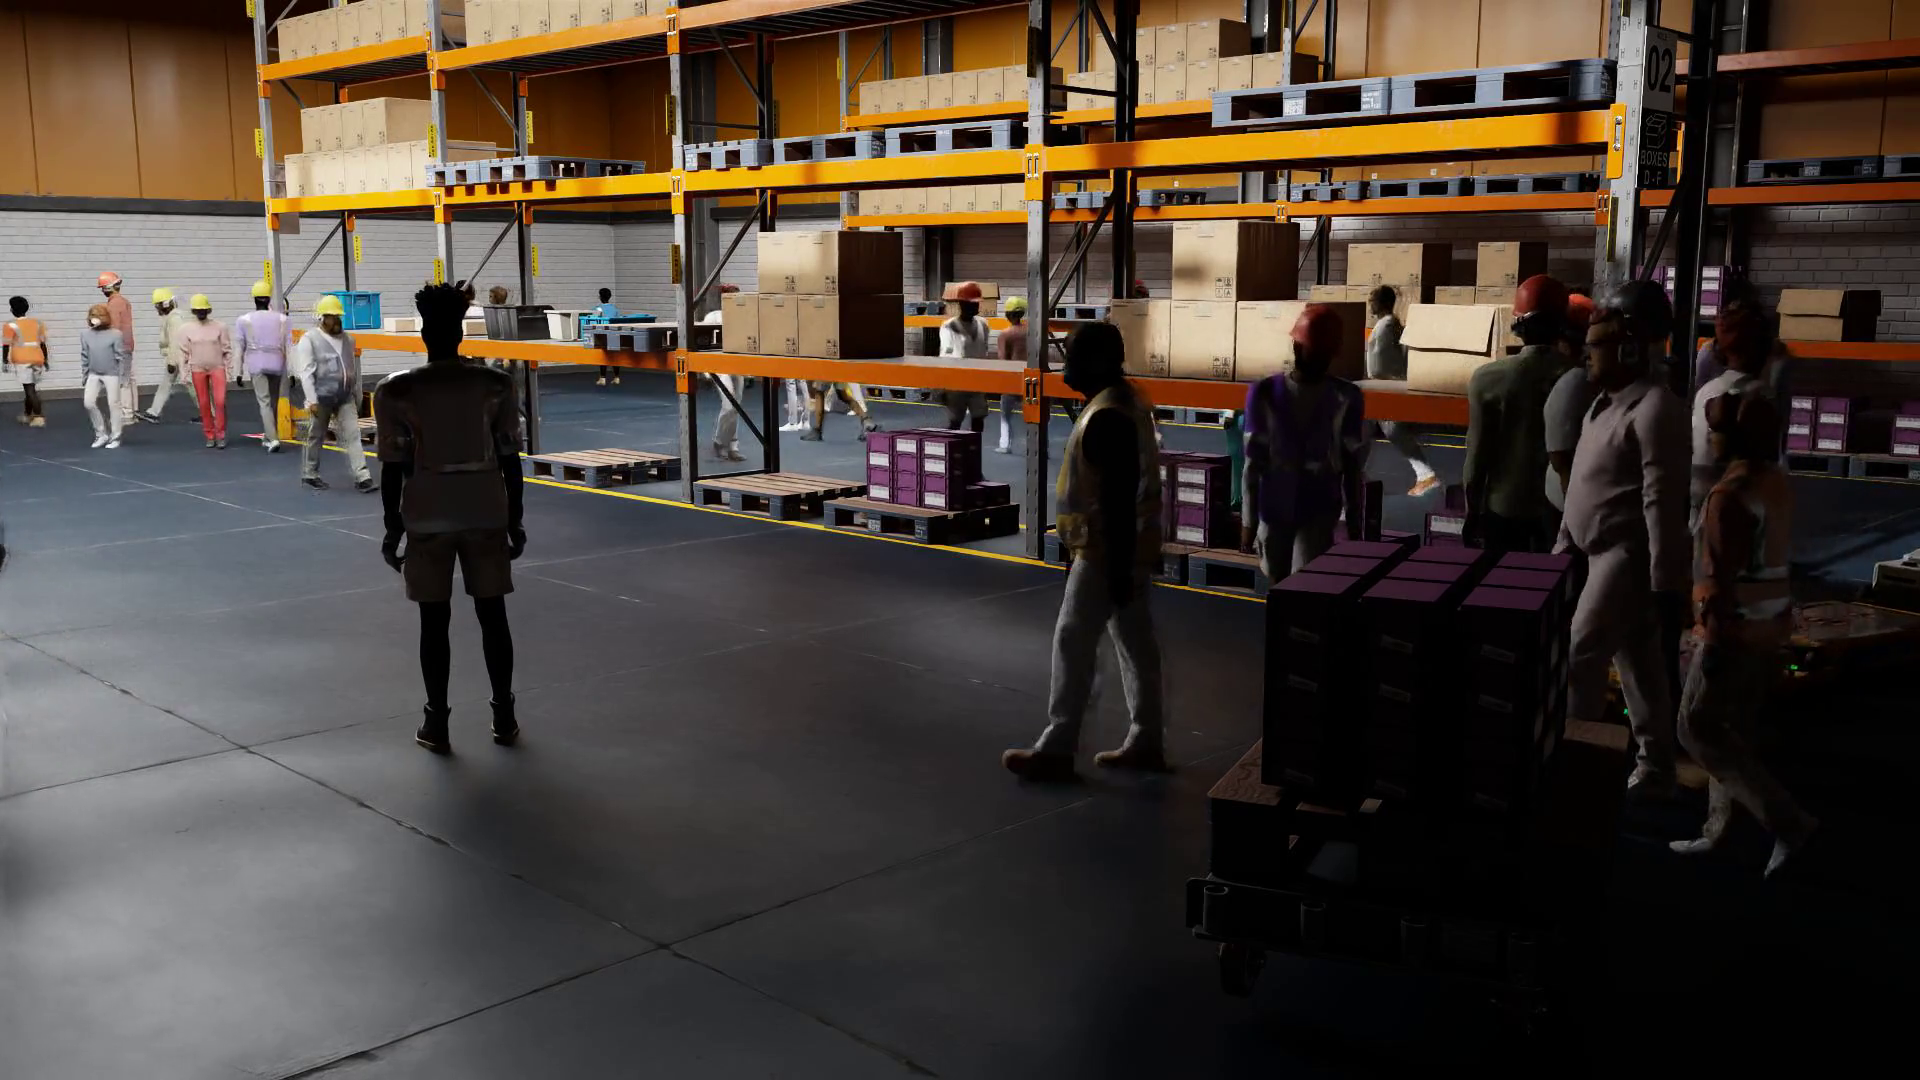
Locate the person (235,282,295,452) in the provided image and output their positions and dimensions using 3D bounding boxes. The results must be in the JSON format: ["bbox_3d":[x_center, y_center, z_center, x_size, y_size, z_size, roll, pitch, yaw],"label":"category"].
[{"bbox_3d":[-7.715,-1.920,18.485,0.598,1.886,0.964,-7,11,-35],"label":"person"}]

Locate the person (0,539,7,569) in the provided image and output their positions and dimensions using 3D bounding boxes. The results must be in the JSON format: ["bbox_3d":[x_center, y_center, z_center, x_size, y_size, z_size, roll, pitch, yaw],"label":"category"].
[{"bbox_3d":[-4.375,-0.026,6.954,0.767,1.846,0.555,7,11,36],"label":"person"}]

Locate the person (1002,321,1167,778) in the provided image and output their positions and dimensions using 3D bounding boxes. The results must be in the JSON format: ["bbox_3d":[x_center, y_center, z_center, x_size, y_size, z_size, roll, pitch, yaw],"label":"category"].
[{"bbox_3d":[0.486,0.052,6.627,0.829,1.809,0.634,2,9,11],"label":"person"}]

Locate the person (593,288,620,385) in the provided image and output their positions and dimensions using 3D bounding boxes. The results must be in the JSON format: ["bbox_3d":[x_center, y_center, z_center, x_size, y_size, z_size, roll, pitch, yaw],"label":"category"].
[{"bbox_3d":[-6.163,-3.546,29.026,0.531,1.691,0.318,-8,12,-41],"label":"person"}]

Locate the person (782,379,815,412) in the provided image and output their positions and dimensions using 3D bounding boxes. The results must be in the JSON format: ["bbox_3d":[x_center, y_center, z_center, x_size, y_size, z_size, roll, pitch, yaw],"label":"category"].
[{"bbox_3d":[-2.294,-2.789,23.404,0.714,2.011,0.639,1,9,5],"label":"person"}]

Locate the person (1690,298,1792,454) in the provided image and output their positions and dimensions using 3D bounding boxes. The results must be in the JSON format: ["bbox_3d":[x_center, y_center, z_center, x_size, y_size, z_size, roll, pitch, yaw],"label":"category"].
[{"bbox_3d":[5.365,-0.760,11.543,0.662,1.819,0.540,0,9,0],"label":"person"}]

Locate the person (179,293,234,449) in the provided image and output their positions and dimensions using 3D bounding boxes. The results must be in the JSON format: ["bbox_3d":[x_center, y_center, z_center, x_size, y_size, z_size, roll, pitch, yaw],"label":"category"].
[{"bbox_3d":[-8.445,-1.878,18.636,0.544,1.743,0.693,-3,10,-18],"label":"person"}]

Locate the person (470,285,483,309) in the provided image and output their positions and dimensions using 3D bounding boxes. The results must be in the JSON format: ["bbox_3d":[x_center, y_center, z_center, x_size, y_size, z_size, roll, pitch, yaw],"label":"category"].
[{"bbox_3d":[-6.540,-2.502,22.168,0.429,1.842,0.630,3,10,16],"label":"person"}]

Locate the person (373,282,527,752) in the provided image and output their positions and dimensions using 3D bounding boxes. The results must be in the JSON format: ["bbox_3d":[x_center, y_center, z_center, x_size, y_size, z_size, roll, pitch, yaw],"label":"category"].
[{"bbox_3d":[-2.128,-0.091,6.994,0.601,1.967,0.367,-4,10,-24],"label":"person"}]

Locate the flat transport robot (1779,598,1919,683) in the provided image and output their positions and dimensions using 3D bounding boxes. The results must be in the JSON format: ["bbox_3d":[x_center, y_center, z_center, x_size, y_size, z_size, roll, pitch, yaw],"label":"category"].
[{"bbox_3d":[4.494,0.501,8.546,1.431,0.197,0.652,-5,10,-28],"label":"flat transport robot"}]

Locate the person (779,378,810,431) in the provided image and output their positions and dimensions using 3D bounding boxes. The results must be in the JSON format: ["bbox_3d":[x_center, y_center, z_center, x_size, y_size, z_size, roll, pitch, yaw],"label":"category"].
[{"bbox_3d":[-2.075,-2.289,20.768,0.317,1.870,0.531,8,12,39],"label":"person"}]

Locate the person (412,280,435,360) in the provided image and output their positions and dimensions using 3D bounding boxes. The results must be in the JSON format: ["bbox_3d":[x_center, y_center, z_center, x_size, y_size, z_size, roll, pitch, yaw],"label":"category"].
[{"bbox_3d":[-7.975,-3.009,25.241,0.661,1.862,0.993,2,9,11],"label":"person"}]

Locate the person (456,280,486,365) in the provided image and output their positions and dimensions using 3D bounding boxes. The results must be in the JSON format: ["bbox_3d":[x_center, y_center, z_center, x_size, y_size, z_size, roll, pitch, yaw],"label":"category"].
[{"bbox_3d":[-6.013,-2.254,20.483,0.769,1.892,0.598,3,10,19],"label":"person"}]

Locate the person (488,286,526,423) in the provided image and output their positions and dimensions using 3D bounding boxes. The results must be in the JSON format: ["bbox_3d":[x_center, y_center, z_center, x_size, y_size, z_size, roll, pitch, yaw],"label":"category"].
[{"bbox_3d":[-6.011,-2.409,21.725,0.984,1.791,0.530,0,9,1],"label":"person"}]

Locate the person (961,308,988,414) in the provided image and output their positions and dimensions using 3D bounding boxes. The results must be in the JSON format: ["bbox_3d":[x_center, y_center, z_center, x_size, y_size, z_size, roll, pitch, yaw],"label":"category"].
[{"bbox_3d":[0.158,-2.568,23.242,0.496,1.626,0.285,-4,10,-24],"label":"person"}]

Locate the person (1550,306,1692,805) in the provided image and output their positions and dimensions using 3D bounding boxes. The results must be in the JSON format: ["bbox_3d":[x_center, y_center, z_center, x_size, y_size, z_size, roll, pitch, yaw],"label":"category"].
[{"bbox_3d":[2.352,0.083,6.190,0.816,1.876,0.655,1,9,8],"label":"person"}]

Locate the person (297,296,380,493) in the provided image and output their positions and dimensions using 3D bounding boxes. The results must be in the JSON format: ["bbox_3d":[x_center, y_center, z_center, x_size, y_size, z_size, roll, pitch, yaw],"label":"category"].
[{"bbox_3d":[-5.674,-1.310,15.035,0.923,1.783,0.613,7,11,35],"label":"person"}]

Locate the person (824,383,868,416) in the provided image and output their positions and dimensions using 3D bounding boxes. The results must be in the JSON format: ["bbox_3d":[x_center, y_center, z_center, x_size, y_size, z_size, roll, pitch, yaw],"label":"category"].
[{"bbox_3d":[-1.670,-2.662,23.073,1.021,1.860,0.613,7,12,38],"label":"person"}]

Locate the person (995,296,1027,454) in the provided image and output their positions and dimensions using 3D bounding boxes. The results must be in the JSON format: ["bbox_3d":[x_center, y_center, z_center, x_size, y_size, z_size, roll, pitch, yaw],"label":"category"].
[{"bbox_3d":[0.652,-1.762,17.948,0.519,1.736,0.835,-5,10,-26],"label":"person"}]

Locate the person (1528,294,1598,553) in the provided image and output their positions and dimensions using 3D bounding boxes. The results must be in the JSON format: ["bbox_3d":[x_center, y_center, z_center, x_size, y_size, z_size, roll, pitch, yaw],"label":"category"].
[{"bbox_3d":[2.921,-0.222,8.048,0.562,1.905,0.435,-1,9,-6],"label":"person"}]

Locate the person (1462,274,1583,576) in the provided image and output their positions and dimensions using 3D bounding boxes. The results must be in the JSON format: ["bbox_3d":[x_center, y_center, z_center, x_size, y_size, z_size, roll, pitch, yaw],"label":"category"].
[{"bbox_3d":[2.498,-0.146,7.247,0.623,1.992,0.395,1,9,5],"label":"person"}]

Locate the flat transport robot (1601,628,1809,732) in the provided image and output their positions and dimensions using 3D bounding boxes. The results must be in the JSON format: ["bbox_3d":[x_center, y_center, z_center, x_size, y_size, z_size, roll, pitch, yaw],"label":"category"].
[{"bbox_3d":[3.277,0.630,7.764,1.431,0.197,0.652,-7,11,-35],"label":"flat transport robot"}]

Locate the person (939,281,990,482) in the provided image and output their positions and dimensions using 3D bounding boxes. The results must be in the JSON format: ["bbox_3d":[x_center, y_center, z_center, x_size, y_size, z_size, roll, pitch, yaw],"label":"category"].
[{"bbox_3d":[-0.005,-1.478,15.661,0.553,1.918,0.780,-7,11,-35],"label":"person"}]

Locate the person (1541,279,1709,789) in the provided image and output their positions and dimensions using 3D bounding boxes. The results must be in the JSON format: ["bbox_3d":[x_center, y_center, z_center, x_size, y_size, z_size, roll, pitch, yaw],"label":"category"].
[{"bbox_3d":[2.562,-0.077,6.686,0.681,2.000,1.001,-6,11,-31],"label":"person"}]

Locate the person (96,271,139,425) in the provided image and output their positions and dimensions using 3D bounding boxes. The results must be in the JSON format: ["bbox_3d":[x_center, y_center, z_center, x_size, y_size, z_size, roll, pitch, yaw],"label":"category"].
[{"bbox_3d":[-10.963,-2.491,21.650,0.393,1.986,0.610,-2,9,-9],"label":"person"}]

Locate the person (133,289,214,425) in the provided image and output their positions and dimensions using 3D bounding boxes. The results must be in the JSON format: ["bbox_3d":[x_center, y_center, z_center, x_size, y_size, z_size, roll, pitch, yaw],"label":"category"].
[{"bbox_3d":[-10.214,-2.358,21.539,0.961,1.751,0.642,-6,11,-32],"label":"person"}]

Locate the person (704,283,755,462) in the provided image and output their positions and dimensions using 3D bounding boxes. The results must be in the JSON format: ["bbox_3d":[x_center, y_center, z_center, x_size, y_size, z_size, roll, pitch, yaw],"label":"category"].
[{"bbox_3d":[-2.396,-1.746,17.422,0.412,1.872,0.602,8,12,41],"label":"person"}]

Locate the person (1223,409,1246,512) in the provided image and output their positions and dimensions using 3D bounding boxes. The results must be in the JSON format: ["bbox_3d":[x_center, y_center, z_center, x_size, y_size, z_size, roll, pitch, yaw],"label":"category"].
[{"bbox_3d":[2.213,-1.057,13.533,0.315,1.769,0.523,2,9,11],"label":"person"}]

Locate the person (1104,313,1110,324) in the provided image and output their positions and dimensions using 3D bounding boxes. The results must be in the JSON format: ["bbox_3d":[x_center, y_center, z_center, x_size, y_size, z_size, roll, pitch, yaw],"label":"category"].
[{"bbox_3d":[1.383,-1.206,14.849,0.286,1.634,0.500,0,9,2],"label":"person"}]

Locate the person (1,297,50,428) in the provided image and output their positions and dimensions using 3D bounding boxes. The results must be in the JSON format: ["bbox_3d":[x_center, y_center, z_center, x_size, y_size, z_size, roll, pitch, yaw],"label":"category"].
[{"bbox_3d":[-12.007,-2.274,21.282,0.807,1.658,0.551,4,10,25],"label":"person"}]

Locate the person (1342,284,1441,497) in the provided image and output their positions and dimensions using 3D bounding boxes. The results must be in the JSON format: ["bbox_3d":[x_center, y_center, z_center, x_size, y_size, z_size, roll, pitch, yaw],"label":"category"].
[{"bbox_3d":[3.836,-1.332,14.837,0.991,1.904,0.634,2,10,13],"label":"person"}]

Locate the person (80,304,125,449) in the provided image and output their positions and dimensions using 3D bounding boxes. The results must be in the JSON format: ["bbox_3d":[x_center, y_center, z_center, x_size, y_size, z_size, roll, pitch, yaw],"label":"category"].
[{"bbox_3d":[-9.626,-1.824,18.653,0.522,1.618,0.425,0,9,1],"label":"person"}]

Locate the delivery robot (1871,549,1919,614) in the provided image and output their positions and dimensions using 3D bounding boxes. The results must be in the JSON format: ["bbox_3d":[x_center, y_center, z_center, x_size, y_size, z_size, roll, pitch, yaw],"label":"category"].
[{"bbox_3d":[5.370,0.214,9.157,0.707,0.478,0.477,-5,11,-30],"label":"delivery robot"}]

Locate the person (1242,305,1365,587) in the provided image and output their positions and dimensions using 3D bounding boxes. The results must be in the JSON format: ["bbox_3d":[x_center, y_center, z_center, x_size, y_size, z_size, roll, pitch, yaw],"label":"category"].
[{"bbox_3d":[1.580,-0.142,7.677,0.537,1.879,1.003,2,10,14],"label":"person"}]

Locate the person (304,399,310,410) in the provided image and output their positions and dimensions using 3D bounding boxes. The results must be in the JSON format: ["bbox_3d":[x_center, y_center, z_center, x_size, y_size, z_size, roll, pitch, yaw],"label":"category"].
[{"bbox_3d":[-8.449,-2.462,22.330,0.716,1.704,0.525,-9,13,-42],"label":"person"}]

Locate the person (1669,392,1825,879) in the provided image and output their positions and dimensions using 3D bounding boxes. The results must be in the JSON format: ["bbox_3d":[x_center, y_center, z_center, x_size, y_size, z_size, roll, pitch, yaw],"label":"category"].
[{"bbox_3d":[2.624,0.329,5.483,0.522,1.625,0.448,-9,13,-42],"label":"person"}]

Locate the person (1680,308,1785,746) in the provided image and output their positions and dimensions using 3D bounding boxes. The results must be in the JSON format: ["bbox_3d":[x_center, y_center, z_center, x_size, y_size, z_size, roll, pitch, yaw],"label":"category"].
[{"bbox_3d":[3.244,-0.036,7.004,0.519,1.861,0.650,0,9,3],"label":"person"}]

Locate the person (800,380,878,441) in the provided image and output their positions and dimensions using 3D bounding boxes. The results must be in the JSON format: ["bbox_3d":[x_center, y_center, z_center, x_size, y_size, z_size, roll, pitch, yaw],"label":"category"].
[{"bbox_3d":[-1.419,-2.084,19.423,0.904,1.912,0.561,3,10,20],"label":"person"}]

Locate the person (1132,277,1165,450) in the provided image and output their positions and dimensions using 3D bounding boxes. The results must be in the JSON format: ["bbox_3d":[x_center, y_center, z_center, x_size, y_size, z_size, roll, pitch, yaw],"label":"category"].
[{"bbox_3d":[1.643,-1.347,14.773,0.515,1.944,0.668,1,9,5],"label":"person"}]
